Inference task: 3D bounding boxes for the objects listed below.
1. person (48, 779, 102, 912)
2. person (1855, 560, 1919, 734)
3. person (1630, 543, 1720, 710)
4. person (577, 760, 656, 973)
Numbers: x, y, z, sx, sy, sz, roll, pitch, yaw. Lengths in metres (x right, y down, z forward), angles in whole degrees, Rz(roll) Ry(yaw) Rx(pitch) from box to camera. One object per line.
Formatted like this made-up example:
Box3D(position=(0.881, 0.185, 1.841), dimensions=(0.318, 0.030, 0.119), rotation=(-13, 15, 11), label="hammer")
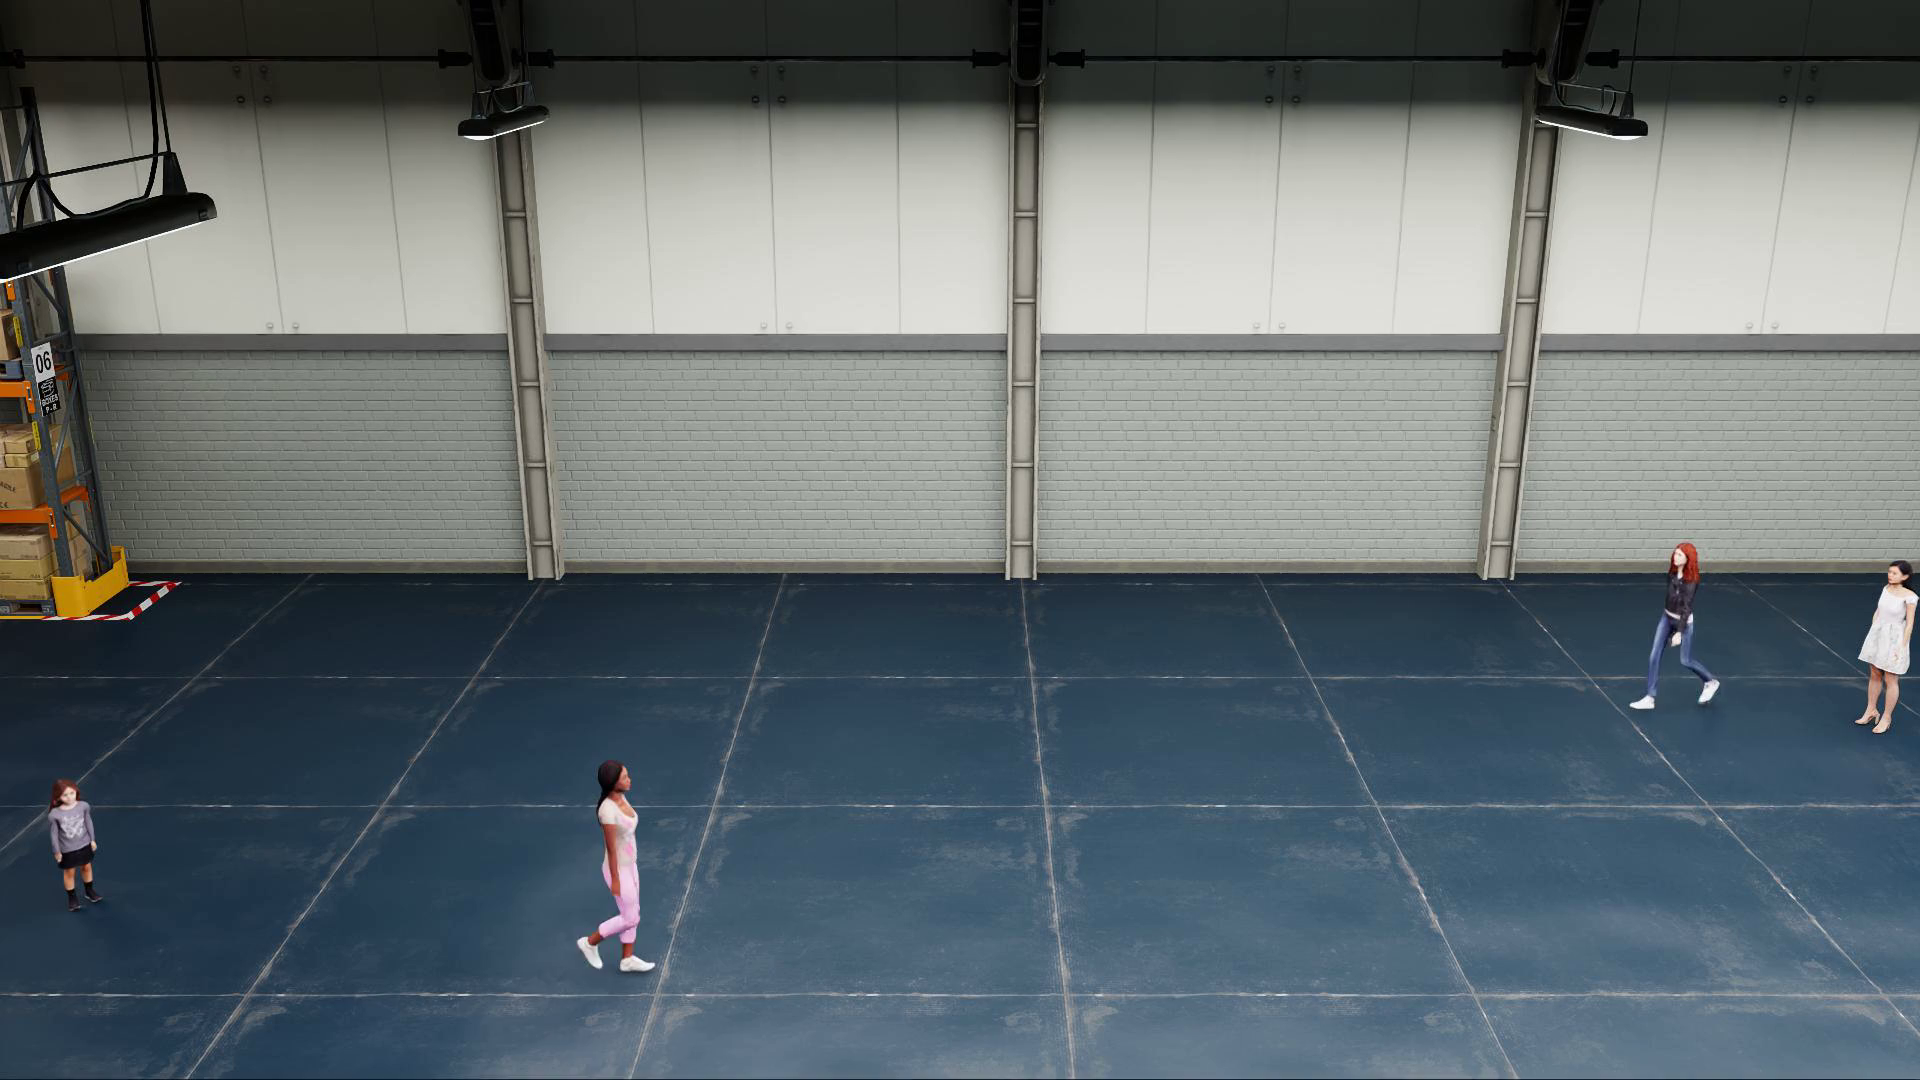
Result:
Box3D(position=(-7.070, 2.400, 13.263), dimensions=(0.588, 1.107, 0.536), rotation=(15, 24, 39), label="person")
Box3D(position=(9.136, 1.038, 16.366), dimensions=(0.710, 1.774, 0.710), rotation=(-4, 19, -13), label="person")
Box3D(position=(7.333, 0.900, 16.822), dimensions=(1.235, 1.754, 0.800), rotation=(-5, 19, -14), label="person")
Box3D(position=(-2.575, 2.423, 12.185), dimensions=(0.766, 1.729, 0.588), rotation=(1, 18, 2), label="person")
